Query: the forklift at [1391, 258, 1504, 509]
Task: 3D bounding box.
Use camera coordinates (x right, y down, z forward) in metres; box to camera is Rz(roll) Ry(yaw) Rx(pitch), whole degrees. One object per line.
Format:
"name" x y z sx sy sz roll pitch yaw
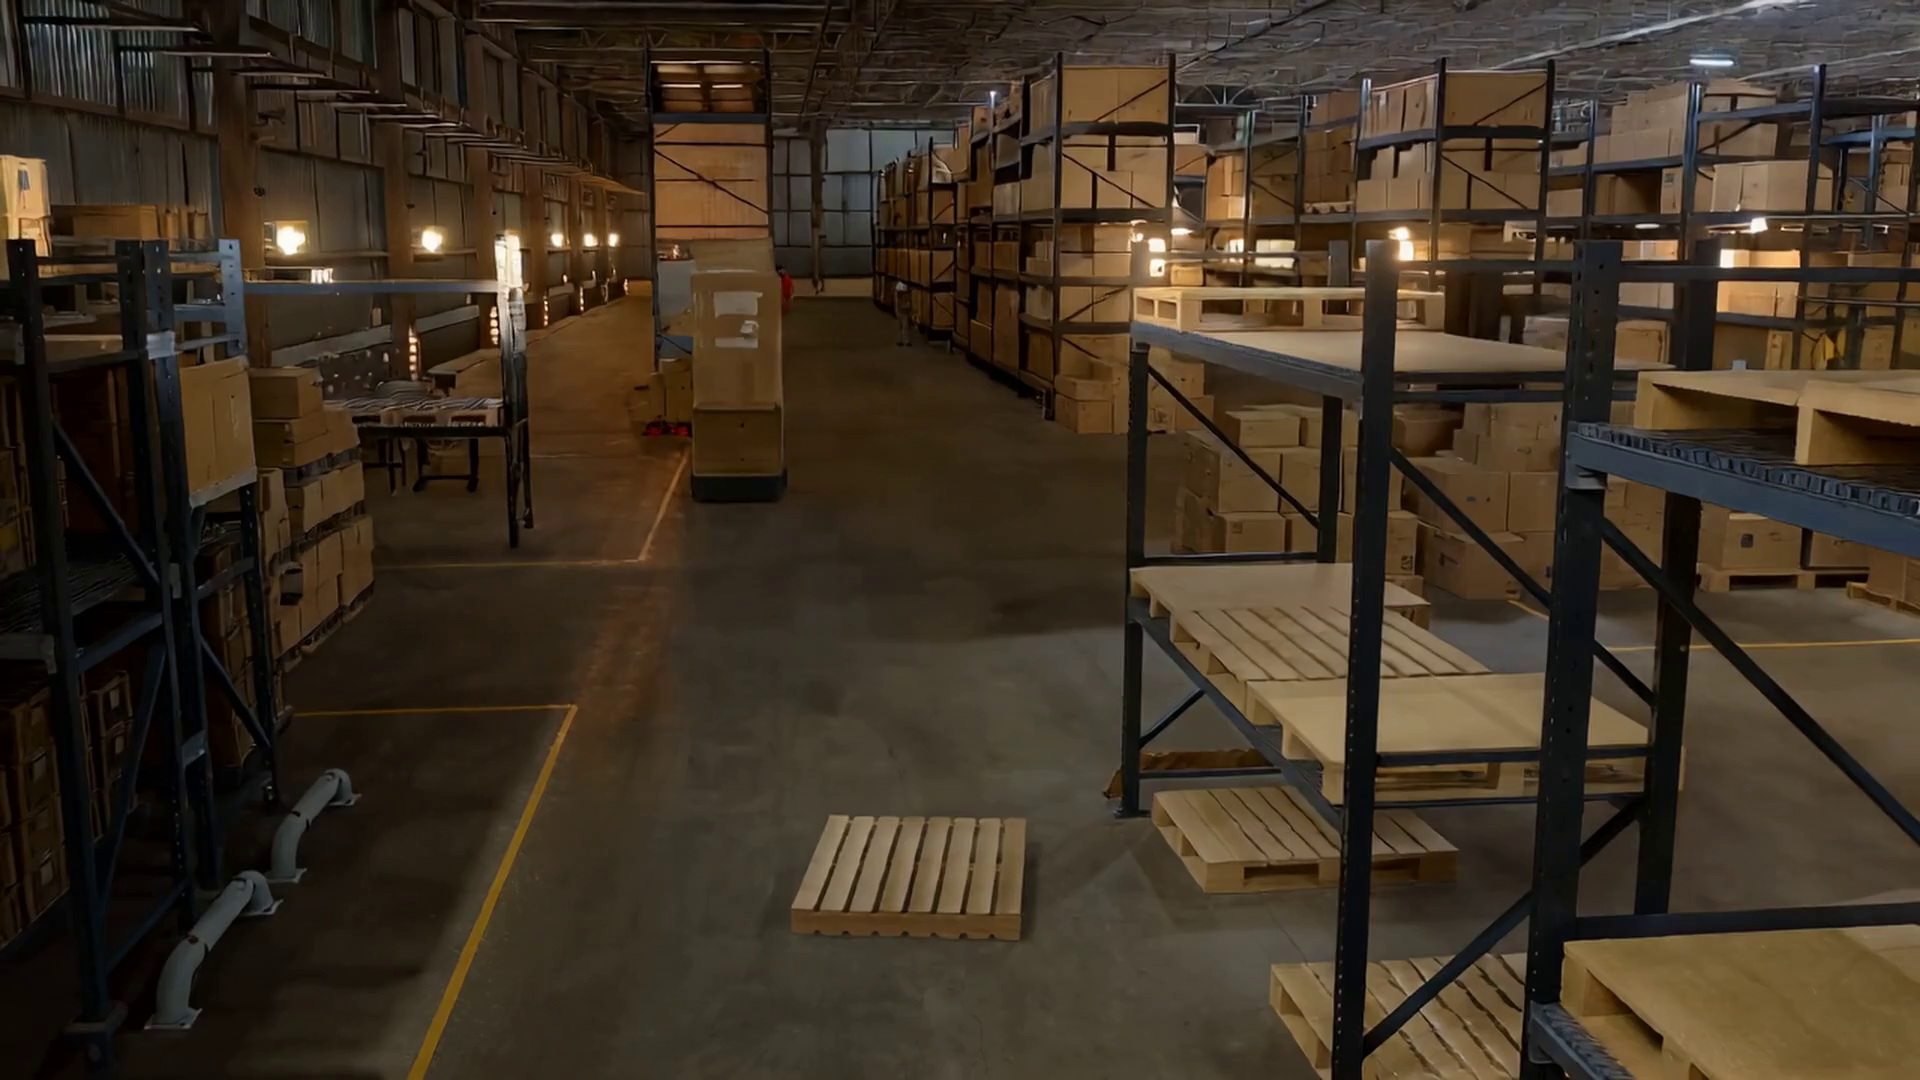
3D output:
"forklift" 5.649 -1.740 18.576 1.873 2.768 1.129 -1 10 -7

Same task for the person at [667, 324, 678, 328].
"person" -7.482 -5.705 43.816 0.537 1.700 0.318 -8 13 -37

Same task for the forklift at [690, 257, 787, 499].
"forklift" -2.662 -1.975 19.876 1.129 2.768 1.873 -1 10 -6

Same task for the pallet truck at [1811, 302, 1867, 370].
"pallet truck" 15.846 -3.142 28.793 1.885 1.965 0.823 2 10 12

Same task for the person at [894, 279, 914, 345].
"person" -1.597 -6.595 48.172 0.638 1.910 0.407 -8 13 -36

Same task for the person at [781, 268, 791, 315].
"person" -7.088 -10.040 67.250 0.407 1.913 0.641 5 11 24

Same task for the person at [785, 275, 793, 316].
"person" -6.900 -9.839 66.934 0.324 1.631 0.540 1 10 5

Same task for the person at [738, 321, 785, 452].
"person" -2.965 -2.172 23.743 1.010 1.879 0.565 4 11 19

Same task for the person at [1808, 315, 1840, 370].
"person" 13.132 -2.474 25.334 0.402 1.910 0.589 10 14 43
